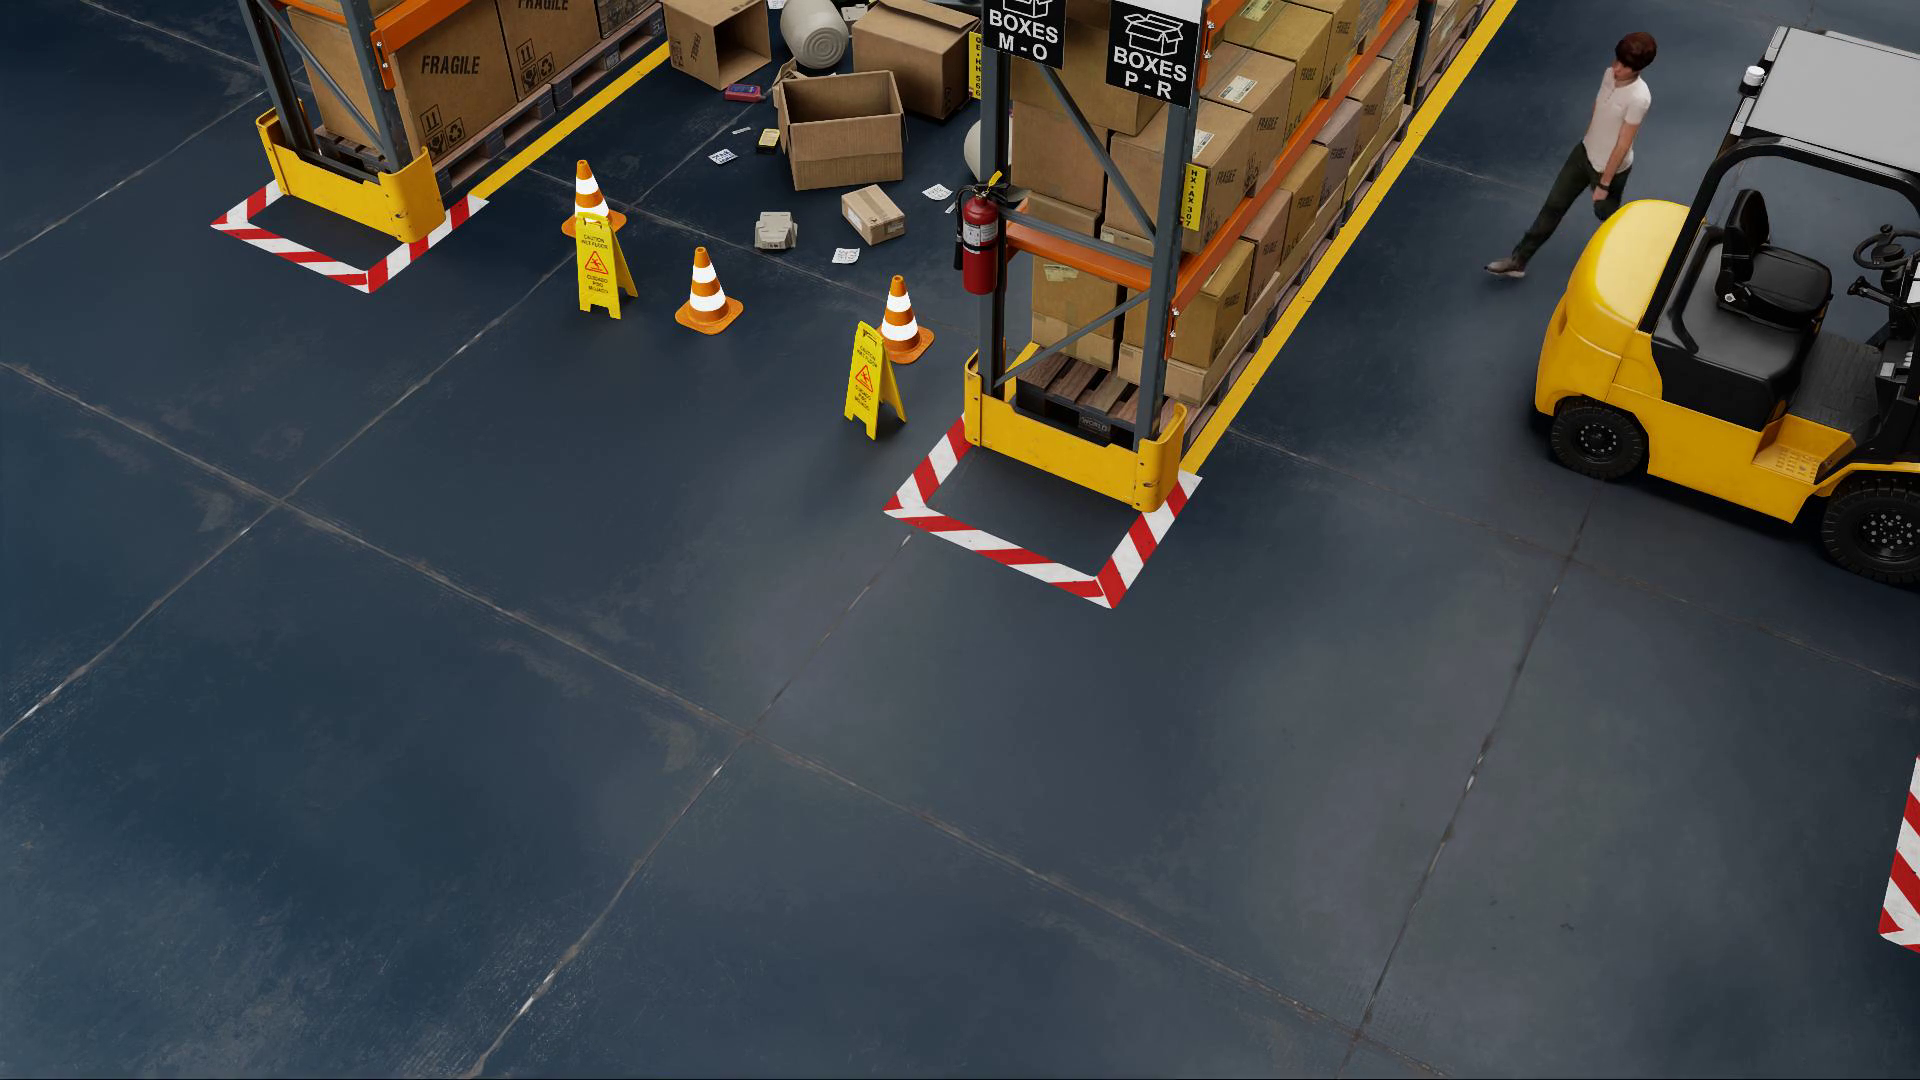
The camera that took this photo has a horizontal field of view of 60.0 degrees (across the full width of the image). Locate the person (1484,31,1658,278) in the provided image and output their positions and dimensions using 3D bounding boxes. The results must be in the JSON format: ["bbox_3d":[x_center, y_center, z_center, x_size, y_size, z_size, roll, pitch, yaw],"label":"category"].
[{"bbox_3d":[3.715,-2.134,9.449,1.160,1.607,1.089,-11,48,-10],"label":"person"}]
